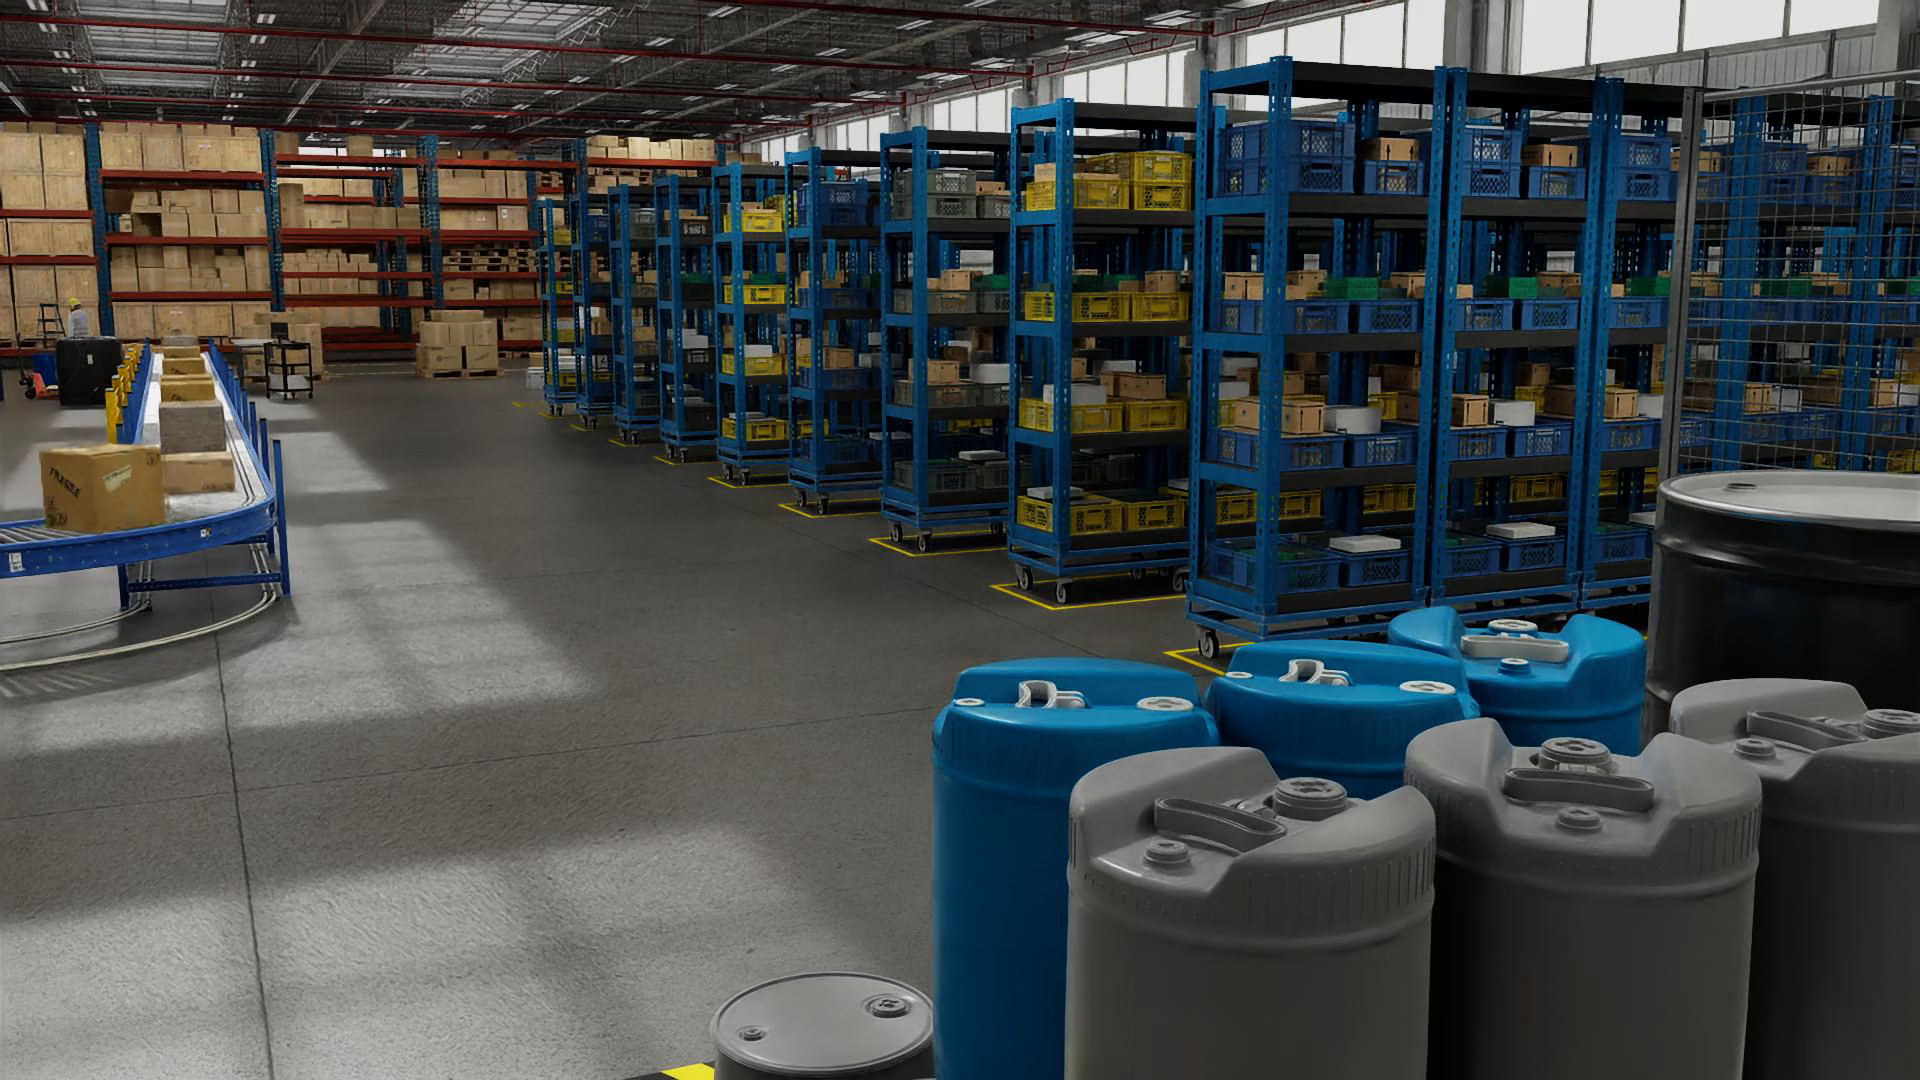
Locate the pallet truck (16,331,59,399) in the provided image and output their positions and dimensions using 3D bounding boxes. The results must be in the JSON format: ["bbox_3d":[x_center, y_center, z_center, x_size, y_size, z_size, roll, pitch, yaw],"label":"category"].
[{"bbox_3d":[-17.082,-3.353,31.781,1.630,1.274,0.653,-4,10,-25],"label":"pallet truck"}]

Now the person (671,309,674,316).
[{"bbox_3d":[-8.094,-6.038,47.021,0.388,1.751,0.541,-5,10,-27],"label":"person"}]

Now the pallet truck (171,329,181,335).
[{"bbox_3d":[-17.275,-3.851,35.096,1.601,1.201,0.680,0,9,1],"label":"pallet truck"}]

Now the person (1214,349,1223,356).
[{"bbox_3d":[3.712,-2.240,23.363,0.593,1.797,0.992,-3,9,-15],"label":"person"}]

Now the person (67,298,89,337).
[{"bbox_3d":[-20.219,-4.638,38.147,0.405,1.823,0.590,2,9,13],"label":"person"}]
